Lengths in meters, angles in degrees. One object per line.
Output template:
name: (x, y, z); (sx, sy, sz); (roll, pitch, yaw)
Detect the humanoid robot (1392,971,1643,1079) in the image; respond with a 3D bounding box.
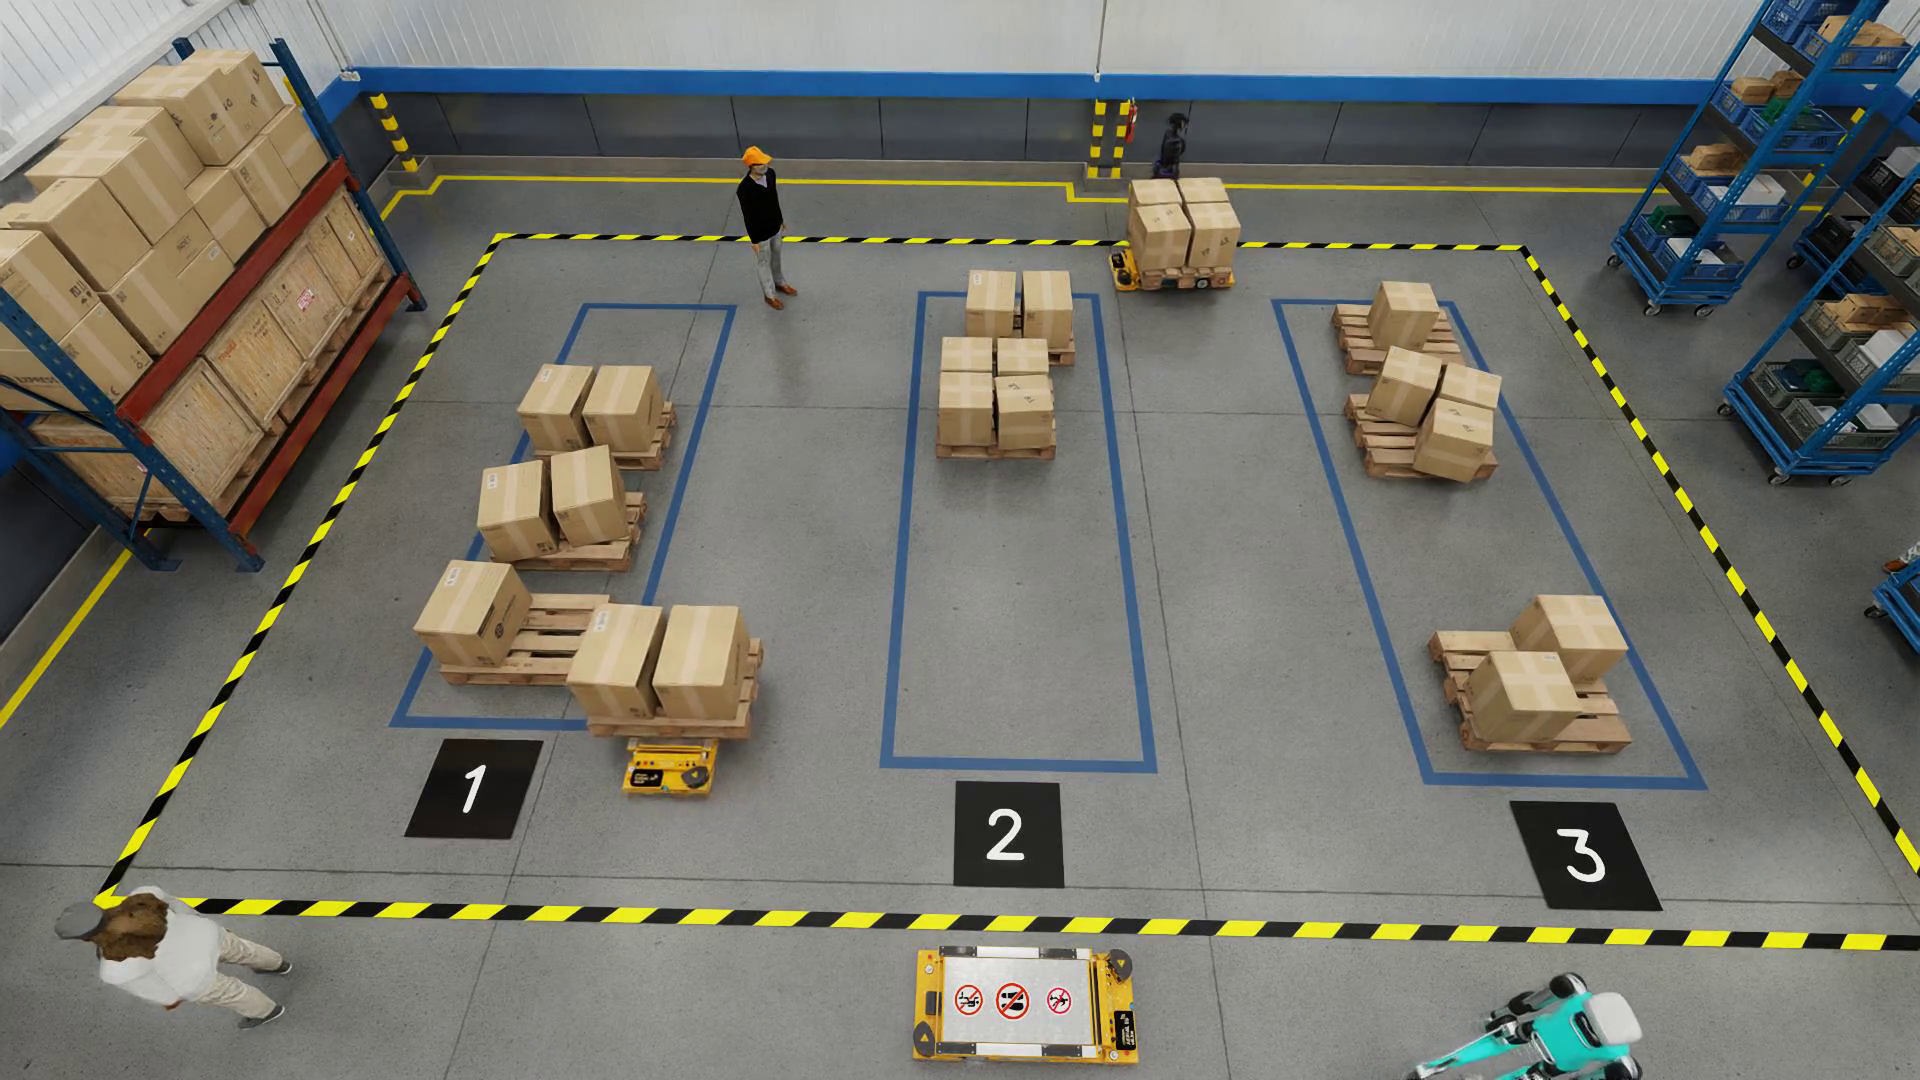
humanoid robot: (2.904, 2.980, 5.133); (0.997, 1.770, 0.536); (-12, 52, -10)

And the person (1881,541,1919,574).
person: (8.704, -0.245, 7.609); (0.373, 1.940, 0.629); (-23, 54, -18)

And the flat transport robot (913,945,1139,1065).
flat transport robot: (0.422, 3.041, 6.007); (1.431, 0.231, 0.659); (1, 51, 1)

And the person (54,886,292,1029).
person: (-4.625, 2.502, 5.481); (0.403, 1.762, 0.563); (-9, 51, -7)

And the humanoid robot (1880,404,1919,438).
humanoid robot: (9.779, -1.785, 9.060); (0.610, 1.623, 0.789); (27, 56, 20)

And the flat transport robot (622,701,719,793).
flat transport robot: (-2.226, 1.324, 7.389); (0.652, 0.197, 1.431); (1, 51, 1)

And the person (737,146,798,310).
person: (-2.172, -3.498, 10.295); (0.353, 1.884, 0.590); (22, 54, 17)

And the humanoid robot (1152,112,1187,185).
humanoid robot: (2.458, -4.406, 11.173); (0.482, 1.646, 0.599); (-7, 51, -6)

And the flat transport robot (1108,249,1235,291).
flat transport robot: (2.584, -3.346, 11.195); (1.431, 0.197, 0.652); (-3, 51, -2)
